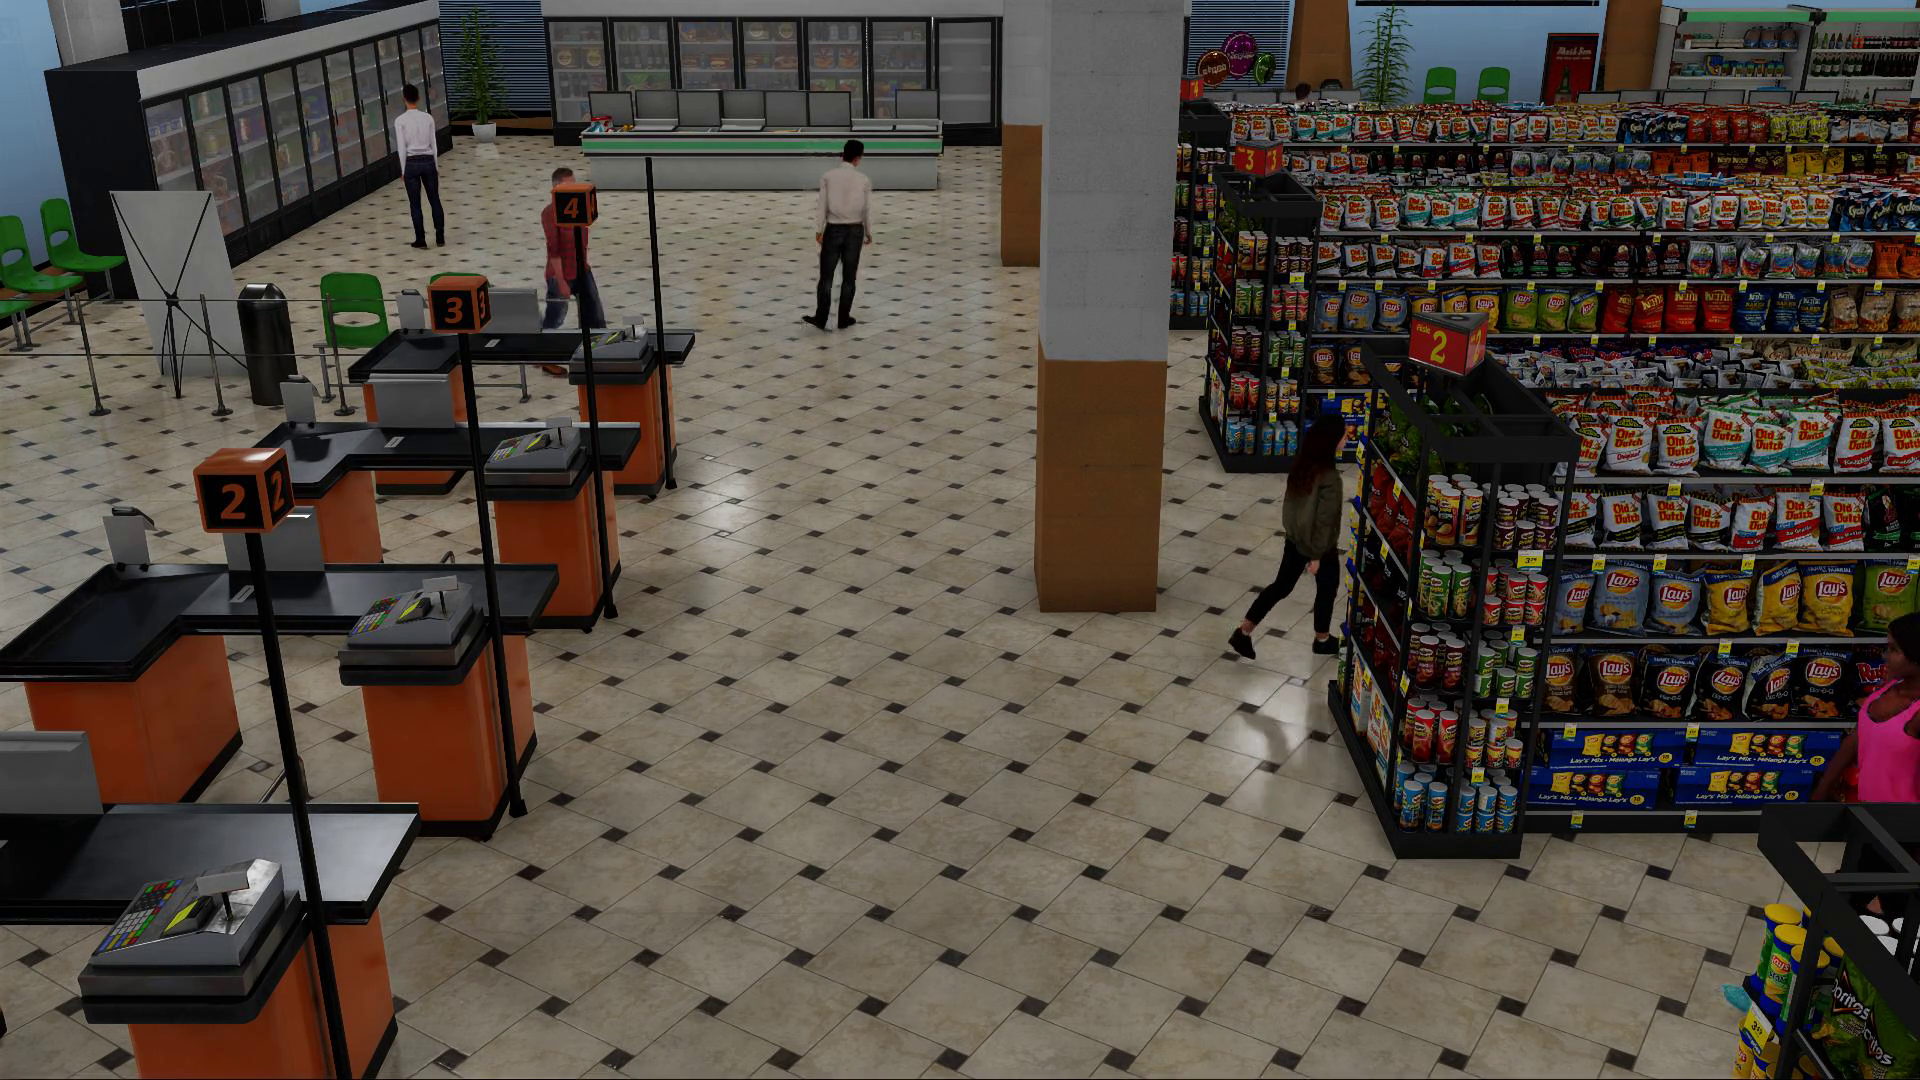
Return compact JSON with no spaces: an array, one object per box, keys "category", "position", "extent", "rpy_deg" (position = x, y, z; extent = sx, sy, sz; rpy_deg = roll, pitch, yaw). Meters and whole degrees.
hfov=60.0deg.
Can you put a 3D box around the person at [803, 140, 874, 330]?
[{"category":"person","position":[-1.137,-2.876,15.835],"extent":[0.567,1.762,0.937],"rpy_deg":[-7,23,-17]}]

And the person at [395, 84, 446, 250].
[{"category":"person","position":[-6.280,-4.341,19.340],"extent":[0.697,1.868,0.783],"rpy_deg":[-14,26,-31]}]

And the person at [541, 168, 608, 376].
[{"category":"person","position":[-3.447,-2.276,14.305],"extent":[1.251,1.790,1.050],"rpy_deg":[11,24,25]}]

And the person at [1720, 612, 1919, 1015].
[{"category":"person","position":[3.520,1.065,6.125],"extent":[1.042,1.688,0.596],"rpy_deg":[1,22,3]}]

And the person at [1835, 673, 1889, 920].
[{"category":"person","position":[3.966,0.764,6.831],"extent":[0.610,1.722,0.642],"rpy_deg":[7,23,17]}]

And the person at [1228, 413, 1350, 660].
[{"category":"person","position":[1.837,0.026,9.039],"extent":[1.074,1.443,0.815],"rpy_deg":[-7,23,-17]}]
